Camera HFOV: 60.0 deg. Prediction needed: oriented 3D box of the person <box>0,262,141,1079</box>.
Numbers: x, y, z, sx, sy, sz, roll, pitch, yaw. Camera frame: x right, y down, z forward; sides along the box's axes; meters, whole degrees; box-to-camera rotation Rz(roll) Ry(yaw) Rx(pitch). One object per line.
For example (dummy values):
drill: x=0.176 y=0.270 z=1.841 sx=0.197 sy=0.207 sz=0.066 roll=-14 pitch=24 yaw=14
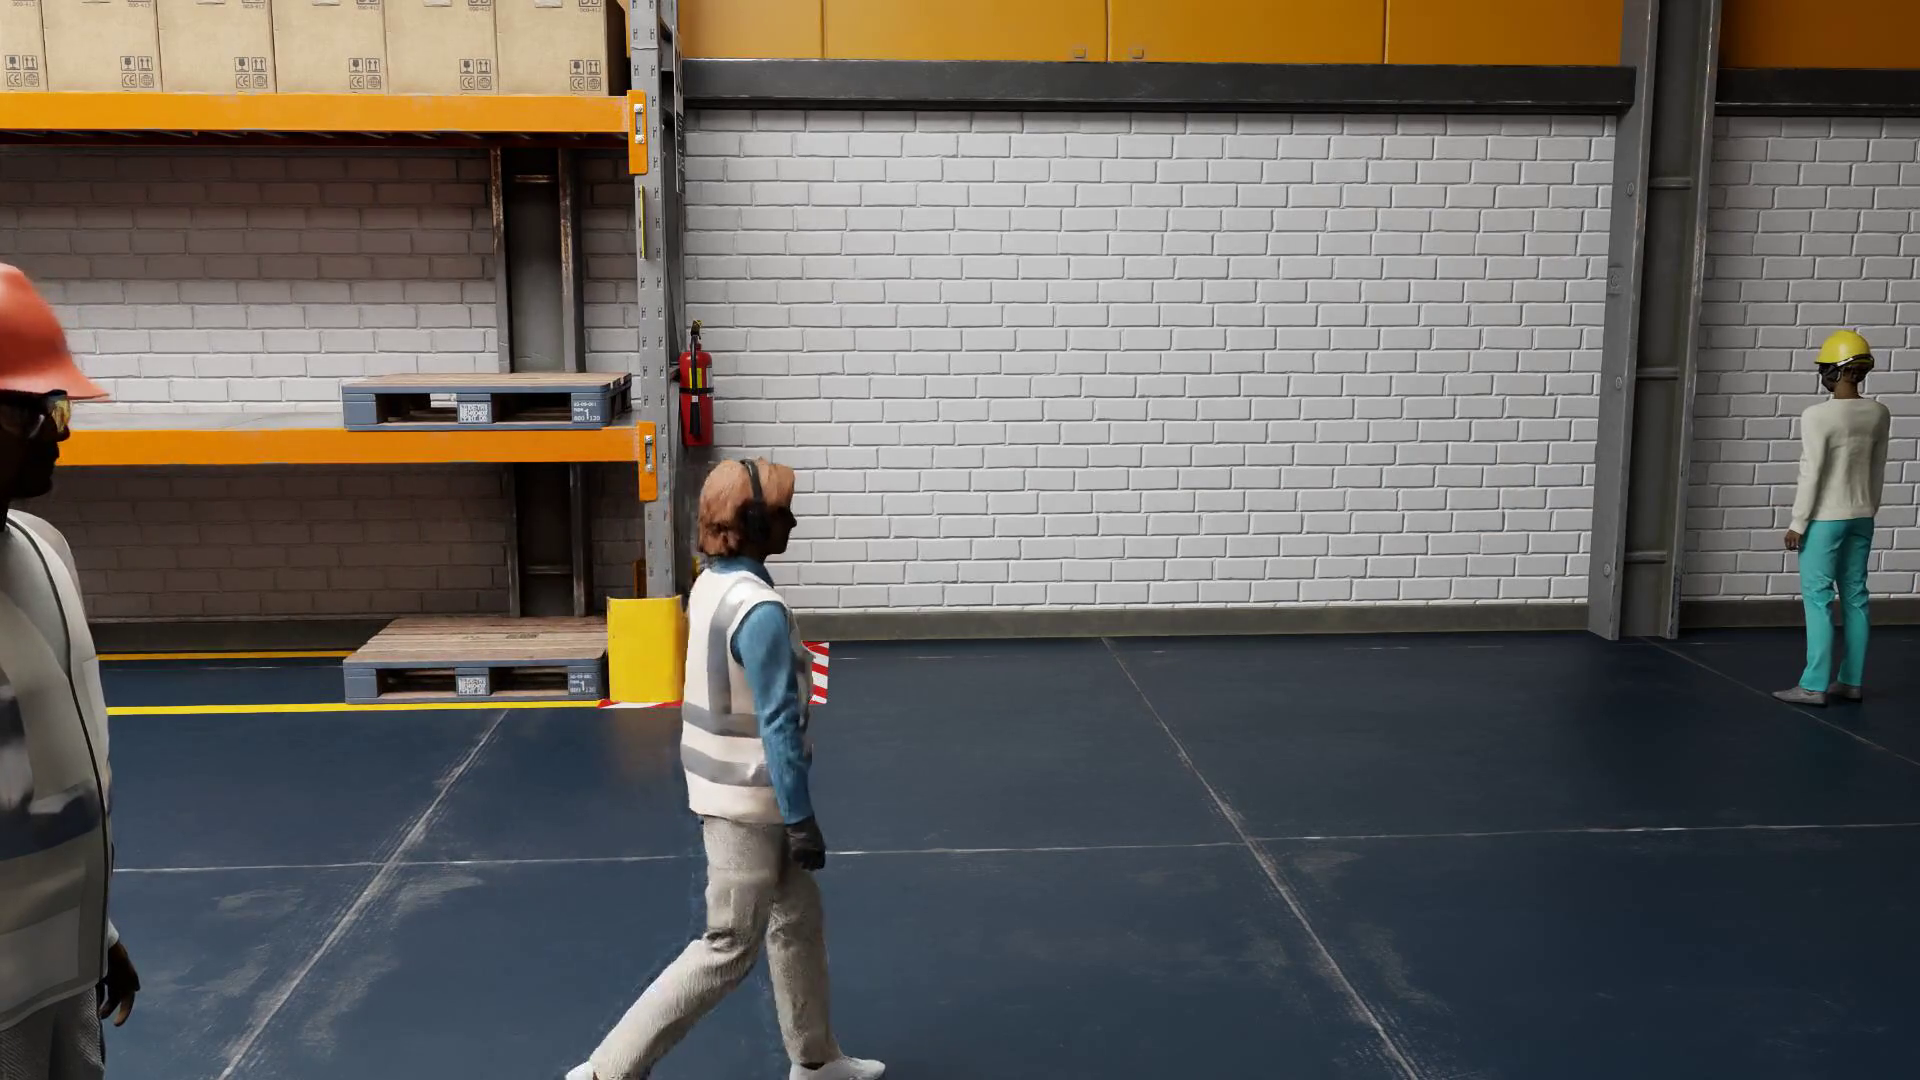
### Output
person: x=-1.391 y=0.621 z=2.451 sx=0.371 sy=2.044 sz=0.608 roll=-1 pitch=9 yaw=-7

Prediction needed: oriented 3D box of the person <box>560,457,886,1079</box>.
person: x=-0.559 y=0.611 z=3.886 sx=0.765 sy=1.609 sz=0.514 roll=-3 pitch=10 yaw=-18

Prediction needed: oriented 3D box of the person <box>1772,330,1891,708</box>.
person: x=4.097 y=-0.095 z=7.818 sx=0.534 sy=1.767 sz=0.314 roll=-4 pitch=10 yaw=-22
